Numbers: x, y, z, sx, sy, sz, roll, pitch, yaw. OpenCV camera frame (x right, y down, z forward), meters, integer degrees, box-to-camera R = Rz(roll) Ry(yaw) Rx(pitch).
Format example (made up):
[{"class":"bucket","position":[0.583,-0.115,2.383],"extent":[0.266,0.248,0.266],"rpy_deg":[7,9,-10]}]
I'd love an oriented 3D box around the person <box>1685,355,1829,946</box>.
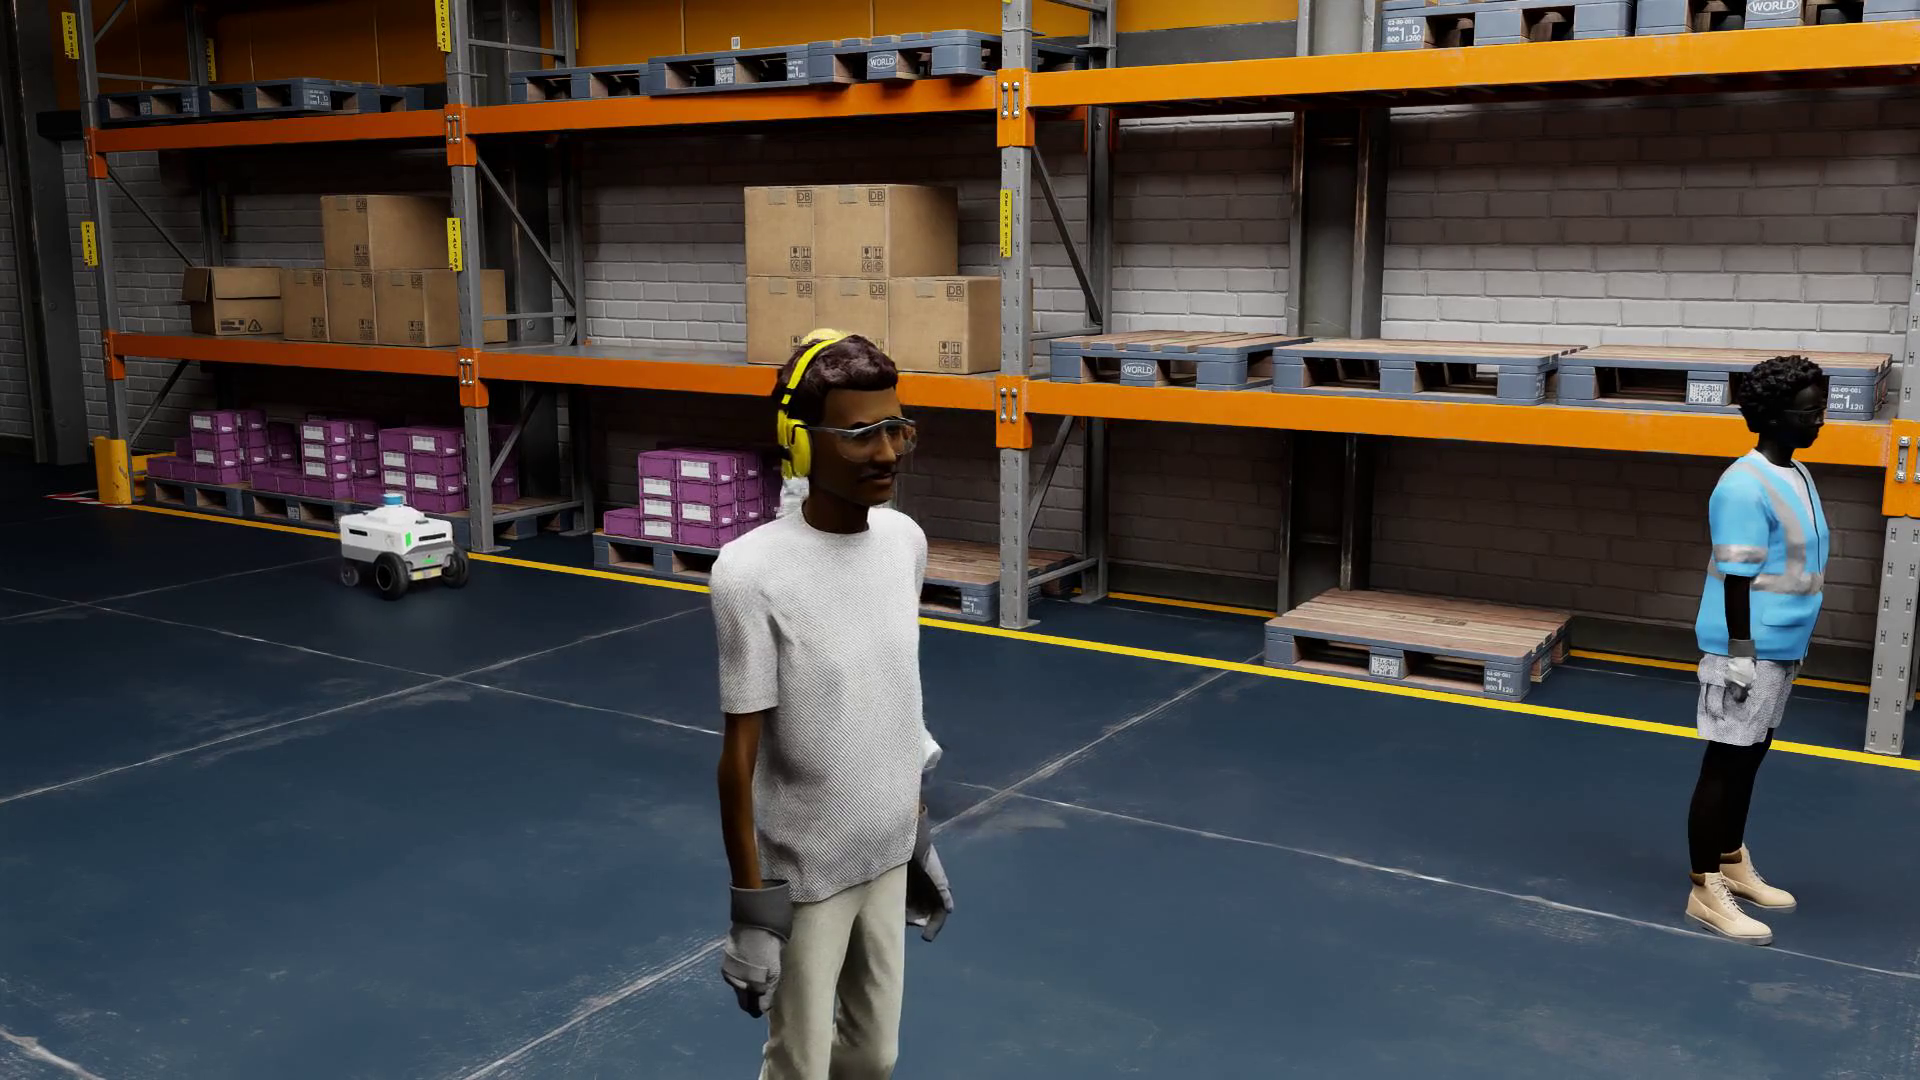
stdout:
[{"class":"person","position":[2.338,0.310,4.870],"extent":[0.319,1.696,0.532],"rpy_deg":[9,13,40]}]

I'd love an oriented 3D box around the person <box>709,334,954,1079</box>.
[{"class":"person","position":[-0.201,0.586,2.887],"extent":[0.312,1.860,0.536],"rpy_deg":[8,13,36]}]

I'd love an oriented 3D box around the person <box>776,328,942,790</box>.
[{"class":"person","position":[-0.387,0.134,5.760],"extent":[0.534,1.716,0.518],"rpy_deg":[6,12,28]}]

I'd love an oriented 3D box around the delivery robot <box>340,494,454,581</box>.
[{"class":"delivery robot","position":[-3.264,-0.024,9.624],"extent":[0.707,0.478,0.477],"rpy_deg":[8,13,37]}]
